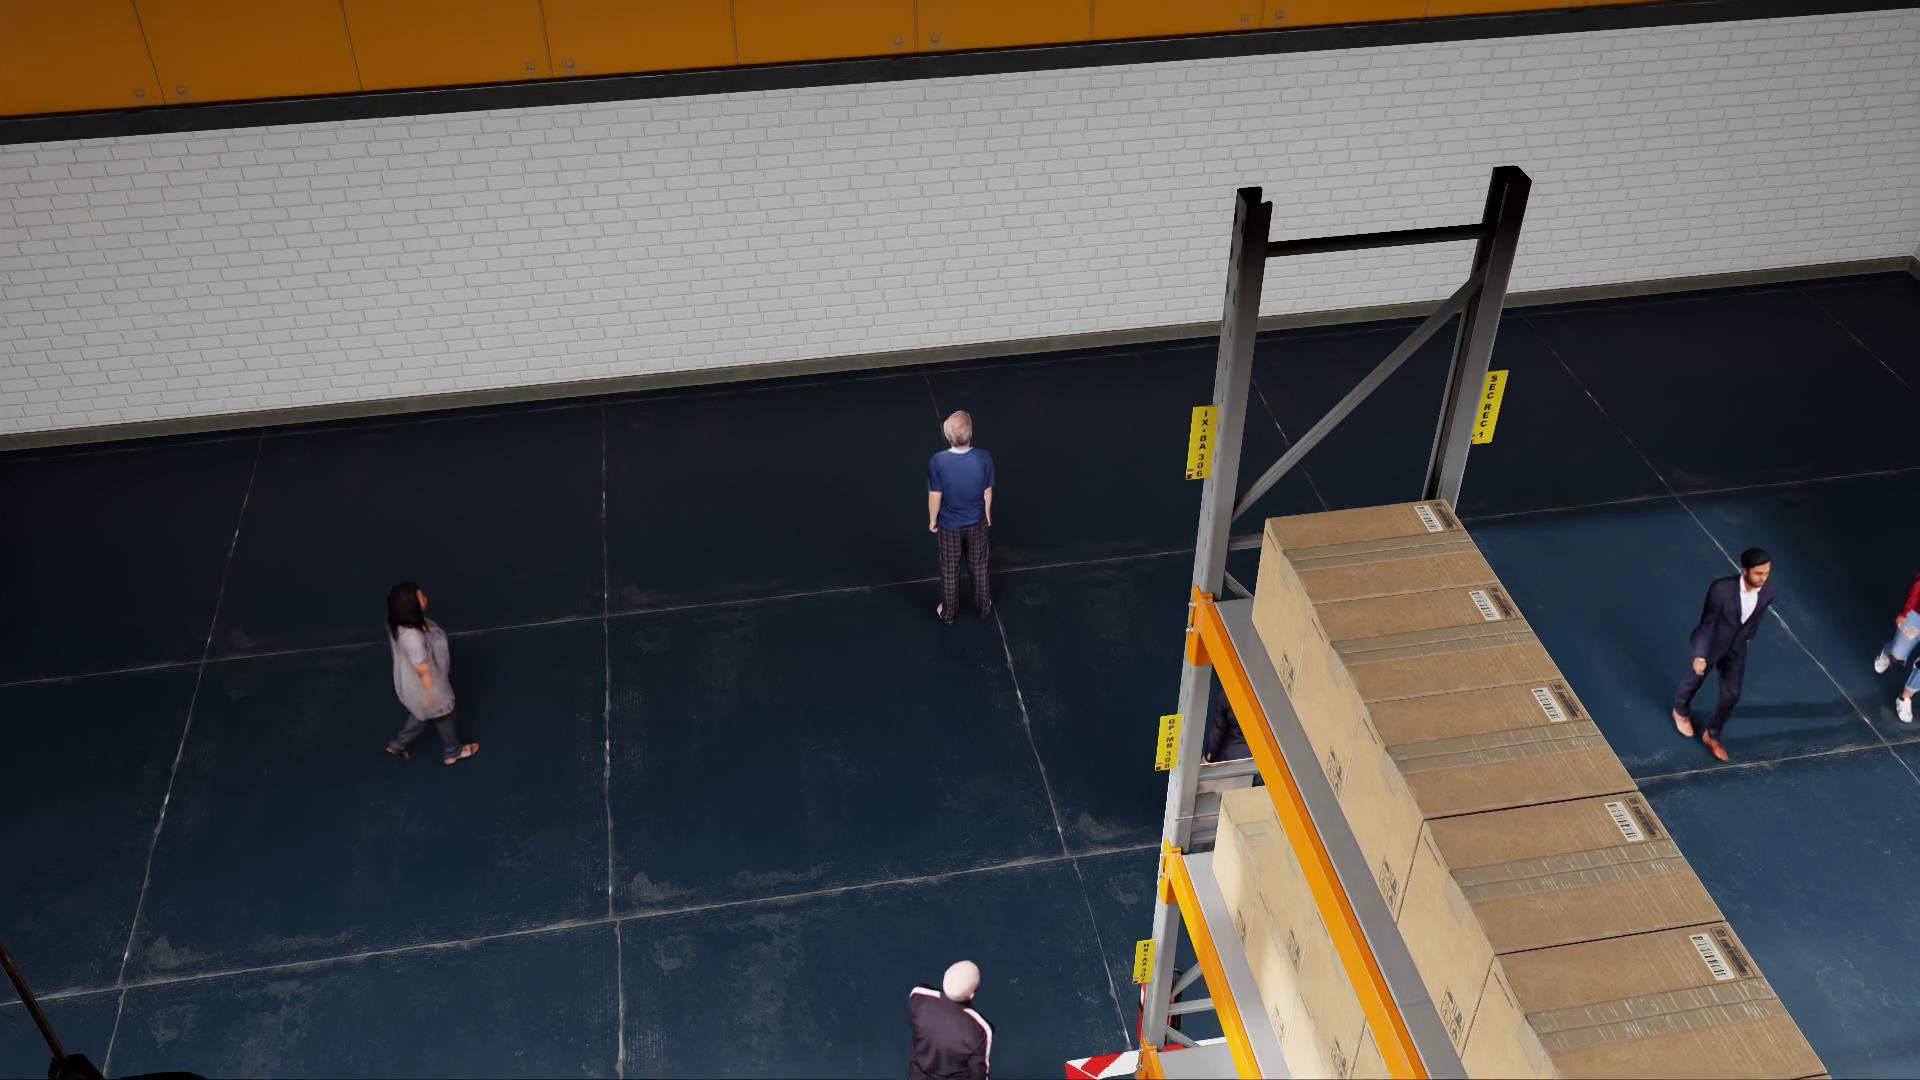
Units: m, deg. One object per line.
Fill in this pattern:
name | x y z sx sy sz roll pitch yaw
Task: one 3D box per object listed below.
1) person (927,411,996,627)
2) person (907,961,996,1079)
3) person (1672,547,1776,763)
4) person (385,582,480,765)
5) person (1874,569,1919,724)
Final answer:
person | 0.017 -0.150 12.390 0.661 1.870 0.532 -5 39 -6
person | -0.121 2.899 8.649 1.122 1.774 1.360 14 41 17
person | 5.202 0.672 11.491 0.692 1.707 0.810 -2 39 -2
person | -3.696 0.953 11.233 0.893 1.590 0.878 -26 45 -29
person | 6.869 0.512 11.763 0.840 1.617 0.955 14 41 17
